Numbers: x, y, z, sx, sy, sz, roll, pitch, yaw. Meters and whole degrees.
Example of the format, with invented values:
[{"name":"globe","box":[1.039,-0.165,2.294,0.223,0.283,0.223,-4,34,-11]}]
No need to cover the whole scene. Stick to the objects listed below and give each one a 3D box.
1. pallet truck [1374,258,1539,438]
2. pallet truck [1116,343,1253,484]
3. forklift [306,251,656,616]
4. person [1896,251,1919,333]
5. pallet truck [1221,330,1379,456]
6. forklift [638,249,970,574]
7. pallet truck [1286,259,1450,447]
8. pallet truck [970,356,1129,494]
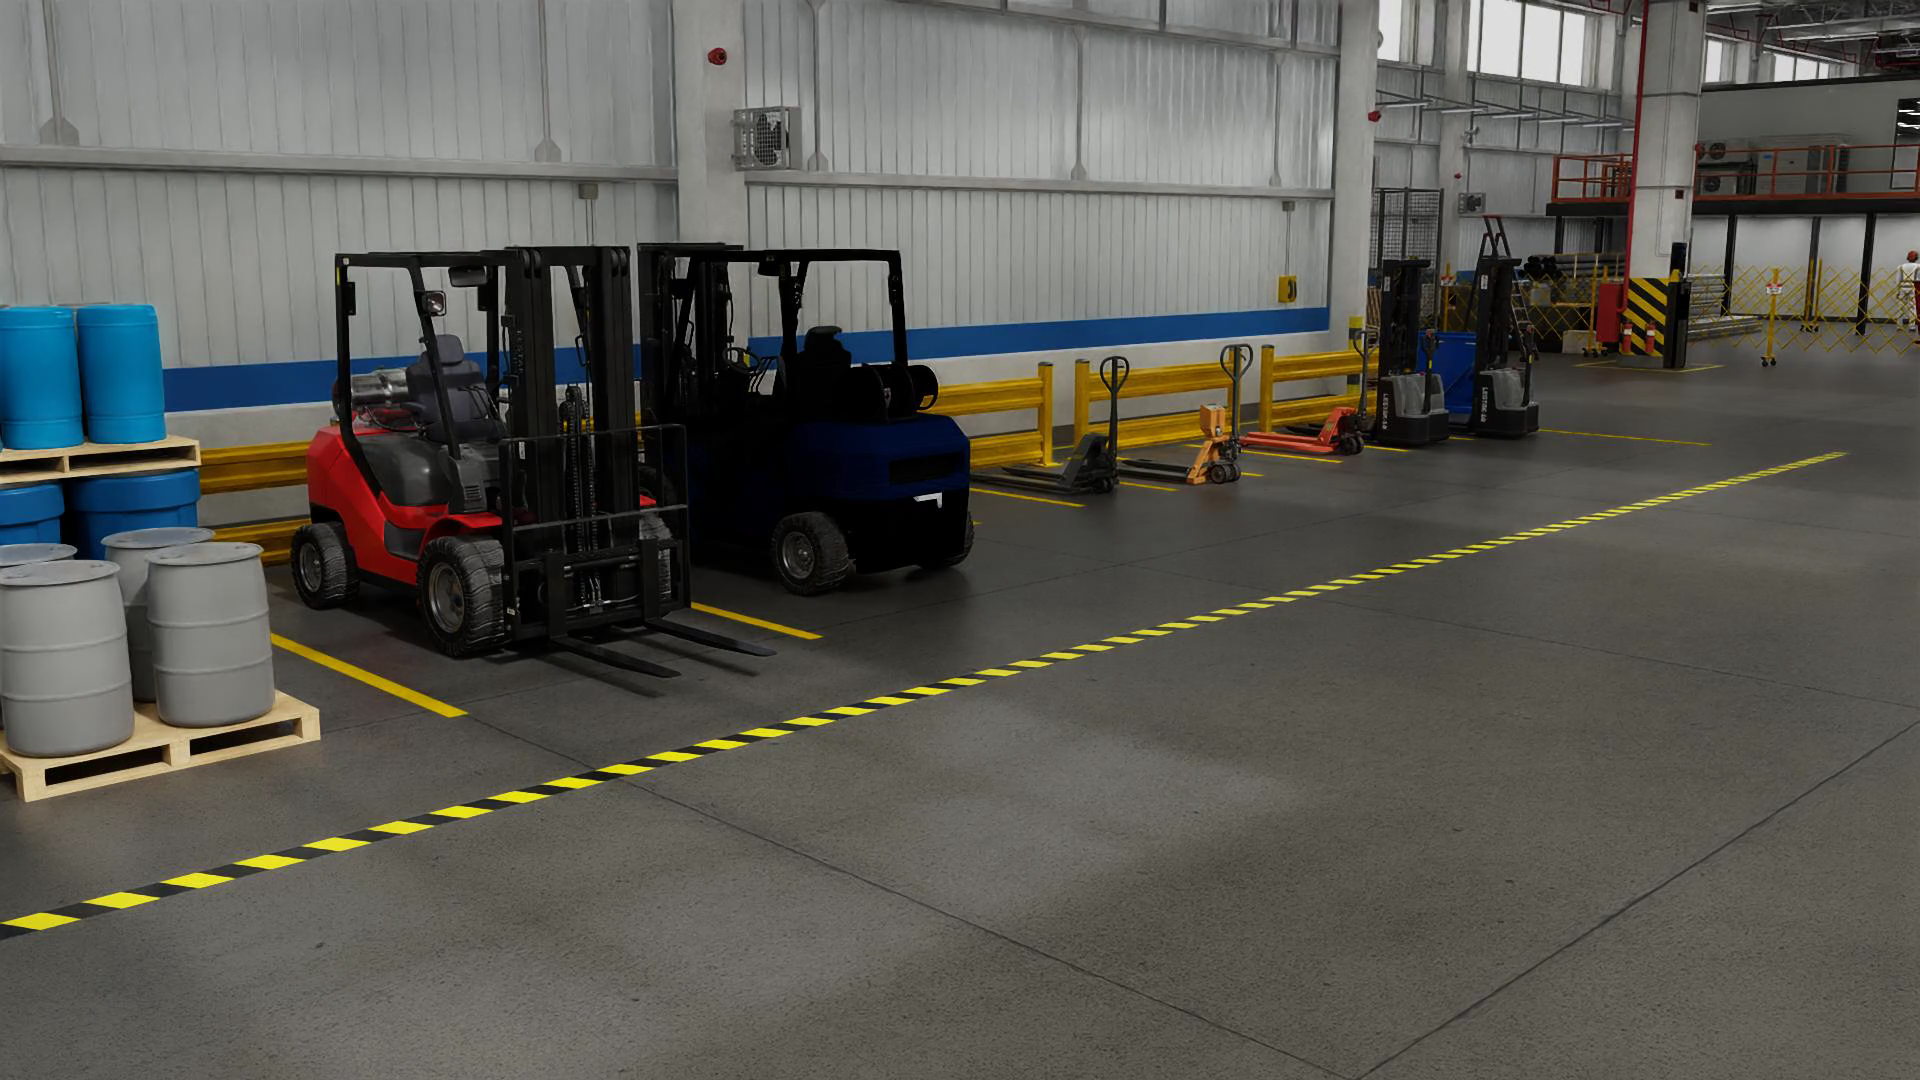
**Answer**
[{"name":"pallet truck","box":[5.704,-2.208,18.901,1.885,1.965,0.823,10,14,43]},{"name":"pallet truck","box":[1.962,-1.215,15.415,1.522,1.261,0.704,10,14,43]},{"name":"forklift","box":[-2.833,-0.669,9.694,1.157,1.987,2.680,-10,14,-44]},{"name":"person","box":[21.909,-5.721,38.369,0.354,1.884,0.576,-10,14,-43]},{"name":"pallet truck","box":[3.563,-1.581,17.381,0.653,1.274,1.630,-10,14,-44]},{"name":"forklift","box":[-1.173,-0.958,11.239,2.680,1.987,1.157,10,14,43]},{"name":"pallet truck","box":[4.493,-2.078,18.196,0.823,1.965,1.885,-9,14,-40]},{"name":"pallet truck","box":[0.784,-1.085,14.876,0.680,1.201,1.601,-10,14,-44]}]
